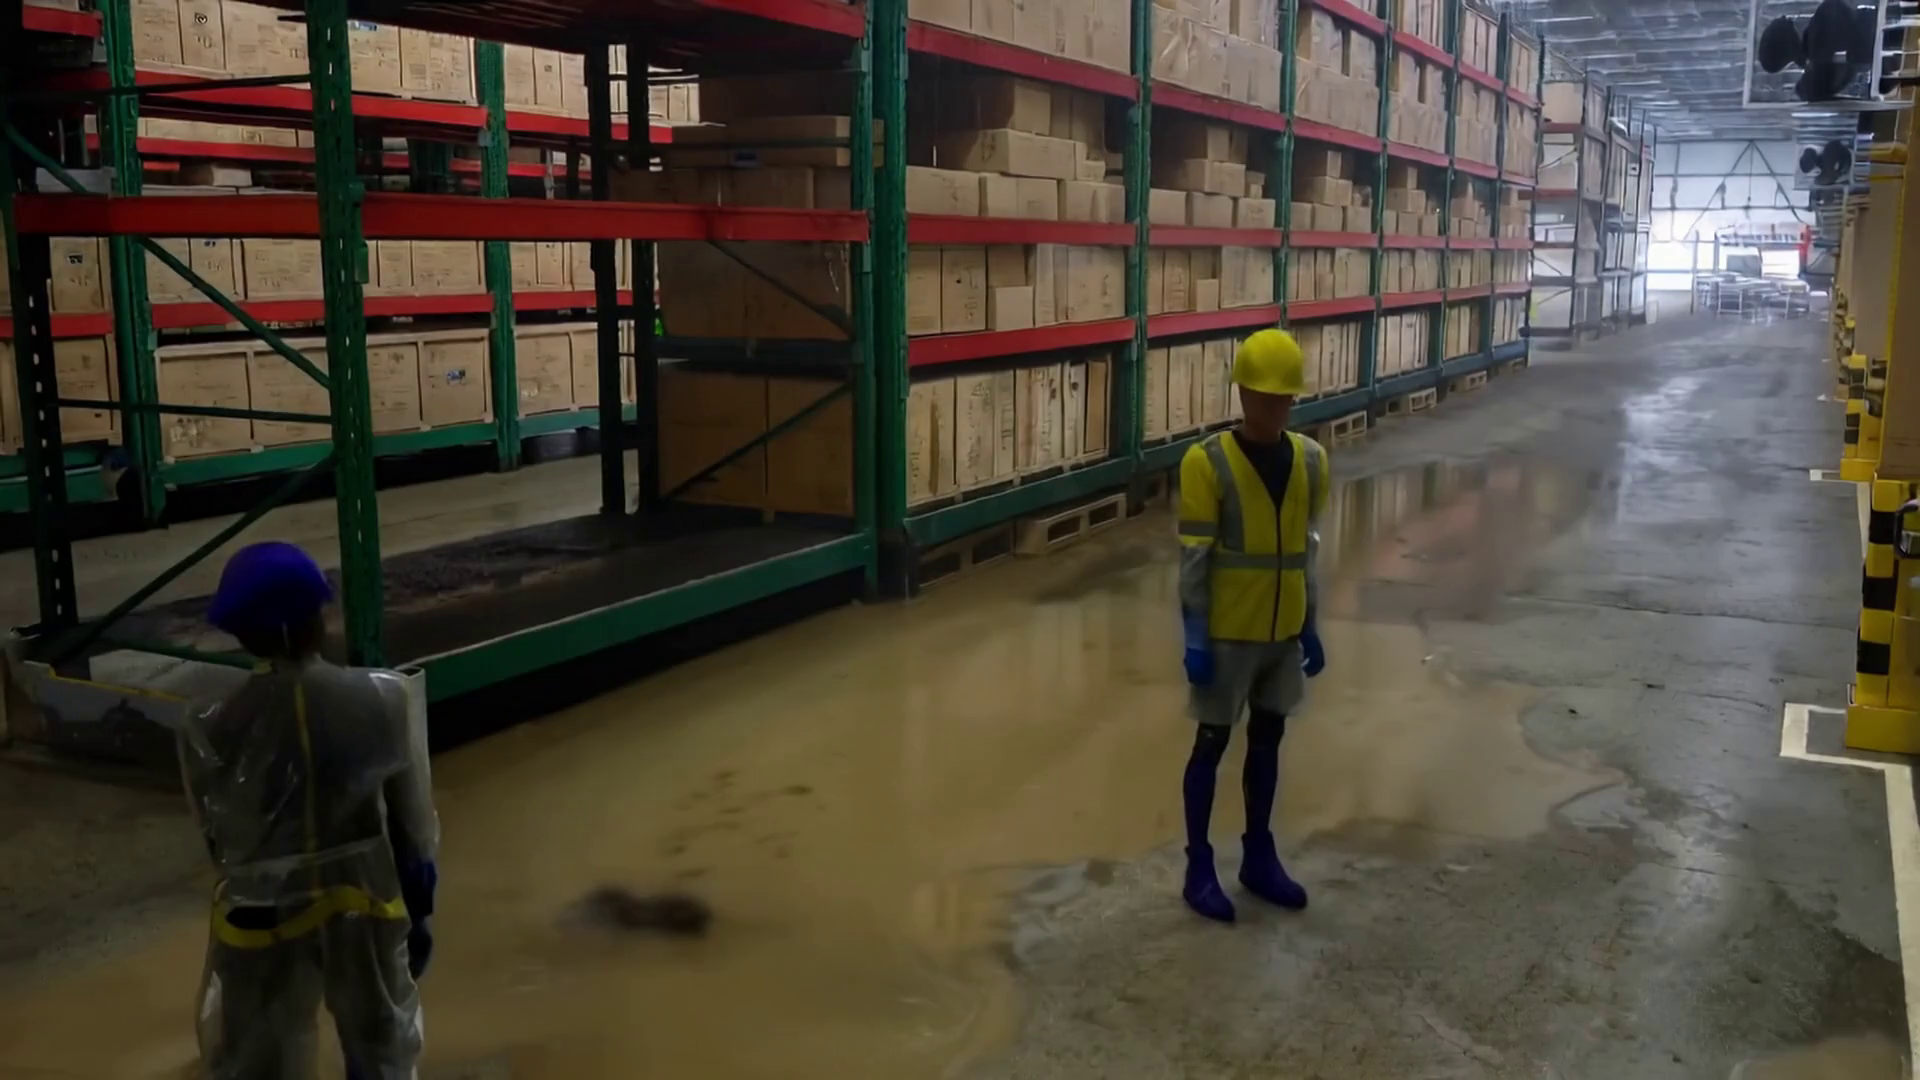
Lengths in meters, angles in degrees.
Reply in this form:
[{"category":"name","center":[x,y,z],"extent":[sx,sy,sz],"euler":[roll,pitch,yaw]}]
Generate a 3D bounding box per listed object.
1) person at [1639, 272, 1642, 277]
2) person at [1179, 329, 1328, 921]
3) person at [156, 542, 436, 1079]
[{"category":"person","center":[33.379,-12.954,82.220],"extent":[0.797,1.896,0.417],"euler":[6,12,32]},{"category":"person","center":[0.977,0.278,5.472],"extent":[0.547,1.934,0.376],"euler":[-4,11,-24]},{"category":"person","center":[-1.266,0.810,3.249],"extent":[0.511,1.640,0.308],"euler":[-8,13,-39]}]
